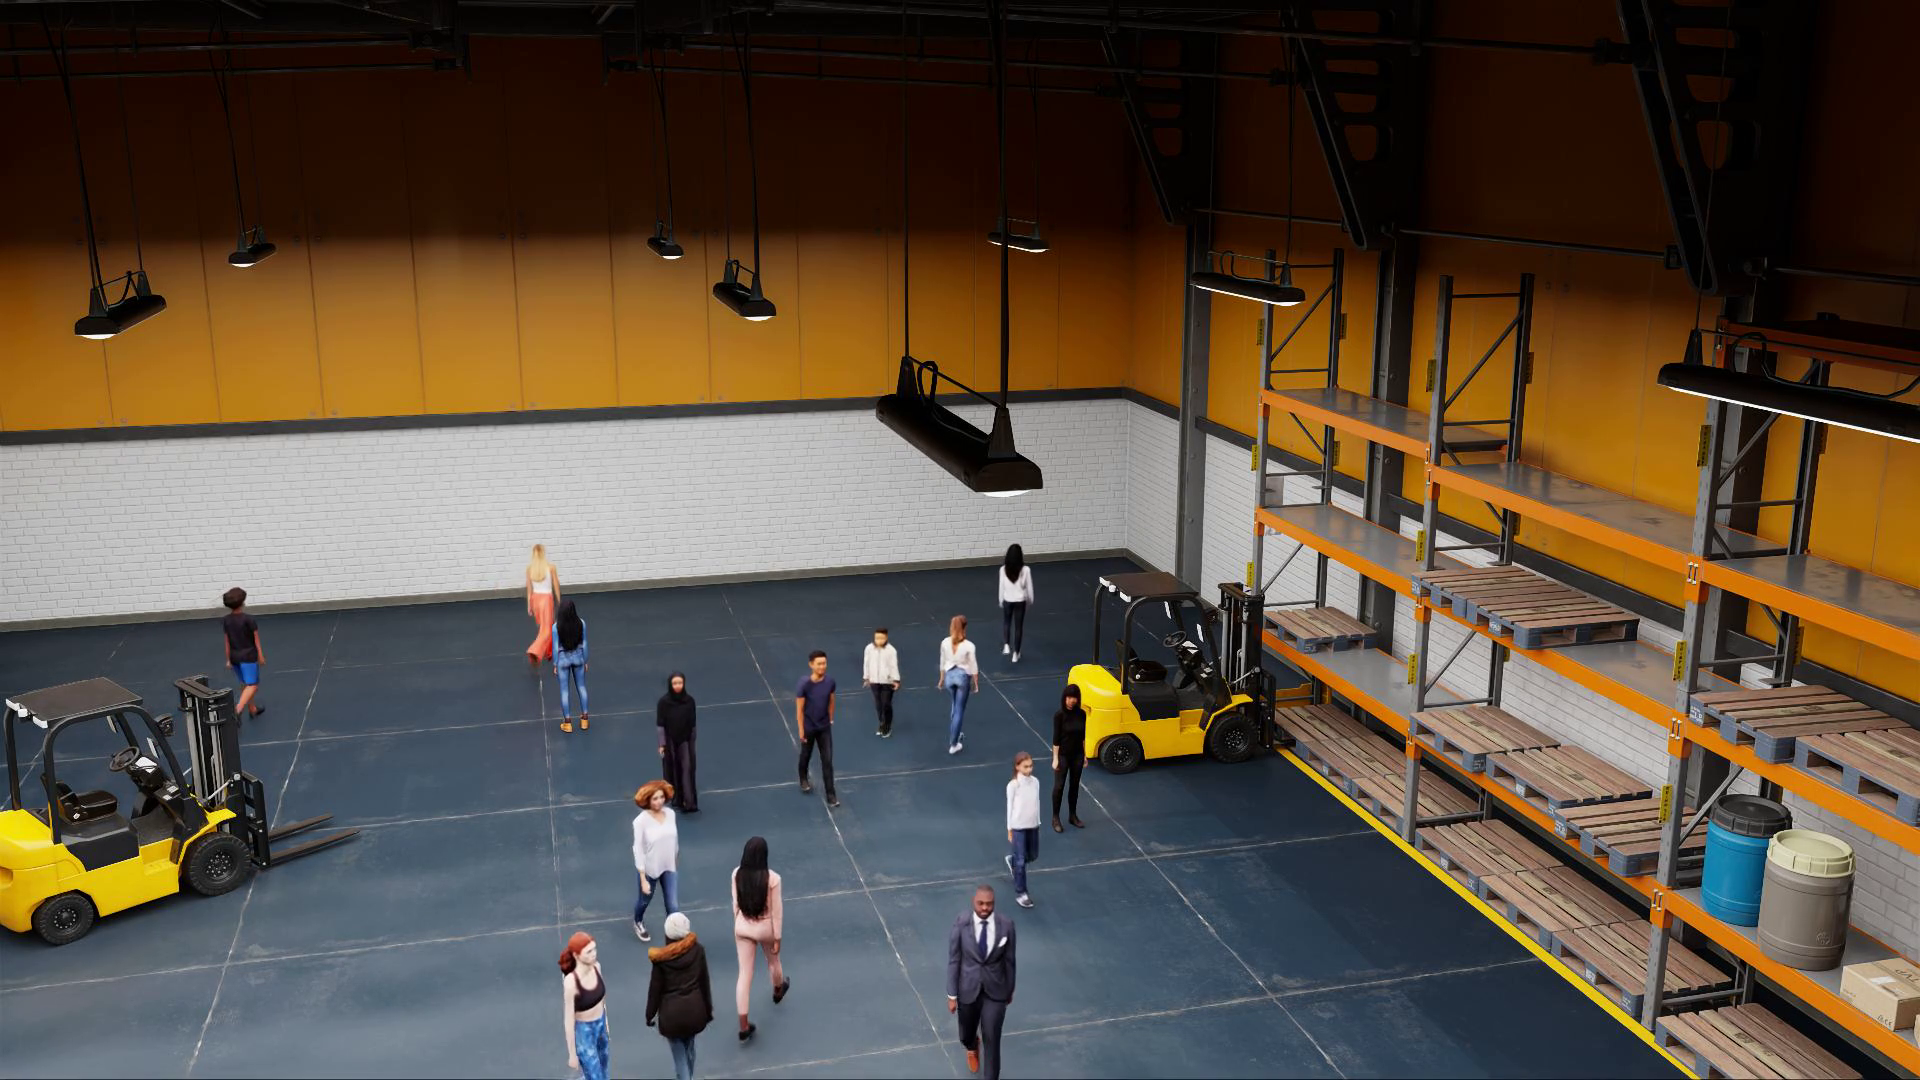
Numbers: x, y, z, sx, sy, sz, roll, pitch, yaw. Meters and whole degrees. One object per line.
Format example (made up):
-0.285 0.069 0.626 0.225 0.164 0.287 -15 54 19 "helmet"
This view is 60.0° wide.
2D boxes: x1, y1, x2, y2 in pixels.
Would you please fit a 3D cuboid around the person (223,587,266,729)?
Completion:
-9.114 1.513 21.087 0.912 1.776 1.142 3 14 10 "person"

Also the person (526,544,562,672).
-5.873 0.974 23.325 0.988 1.769 1.247 3 14 14 "person"

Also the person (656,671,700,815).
-3.168 2.214 18.545 0.606 1.609 1.088 -3 14 -13 "person"

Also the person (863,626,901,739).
-0.955 1.741 20.869 0.708 1.435 0.721 4 14 15 "person"

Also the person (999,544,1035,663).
0.776 0.915 23.755 0.811 1.682 0.907 3 14 12 "person"

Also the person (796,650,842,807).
-1.674 2.089 18.772 0.742 1.746 1.188 -6 15 -22 "person"

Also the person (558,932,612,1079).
-2.783 3.673 12.179 0.970 1.770 0.982 5 15 21 "person"

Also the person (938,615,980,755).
-0.063 1.769 20.187 0.876 1.702 0.941 7 15 27 "person"

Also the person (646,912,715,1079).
-2.090 3.632 12.664 0.742 1.622 0.811 -8 16 -30 "person"

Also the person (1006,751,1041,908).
0.585 2.787 16.318 0.619 1.545 0.893 -7 15 -27 "person"

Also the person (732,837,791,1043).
-1.726 3.331 13.811 1.017 1.667 1.241 3 14 14 "person"

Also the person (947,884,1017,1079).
0.152 3.487 12.883 0.918 1.800 1.219 0 14 2 "person"

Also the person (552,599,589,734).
-4.907 1.570 20.985 0.643 1.713 0.590 -7 15 -28 "person"

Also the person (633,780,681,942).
-2.823 2.981 15.239 0.872 1.675 1.239 -9 16 -32 "person"

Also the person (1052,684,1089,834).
1.176 2.329 18.004 0.601 1.641 0.552 -6 15 -23 "person"
